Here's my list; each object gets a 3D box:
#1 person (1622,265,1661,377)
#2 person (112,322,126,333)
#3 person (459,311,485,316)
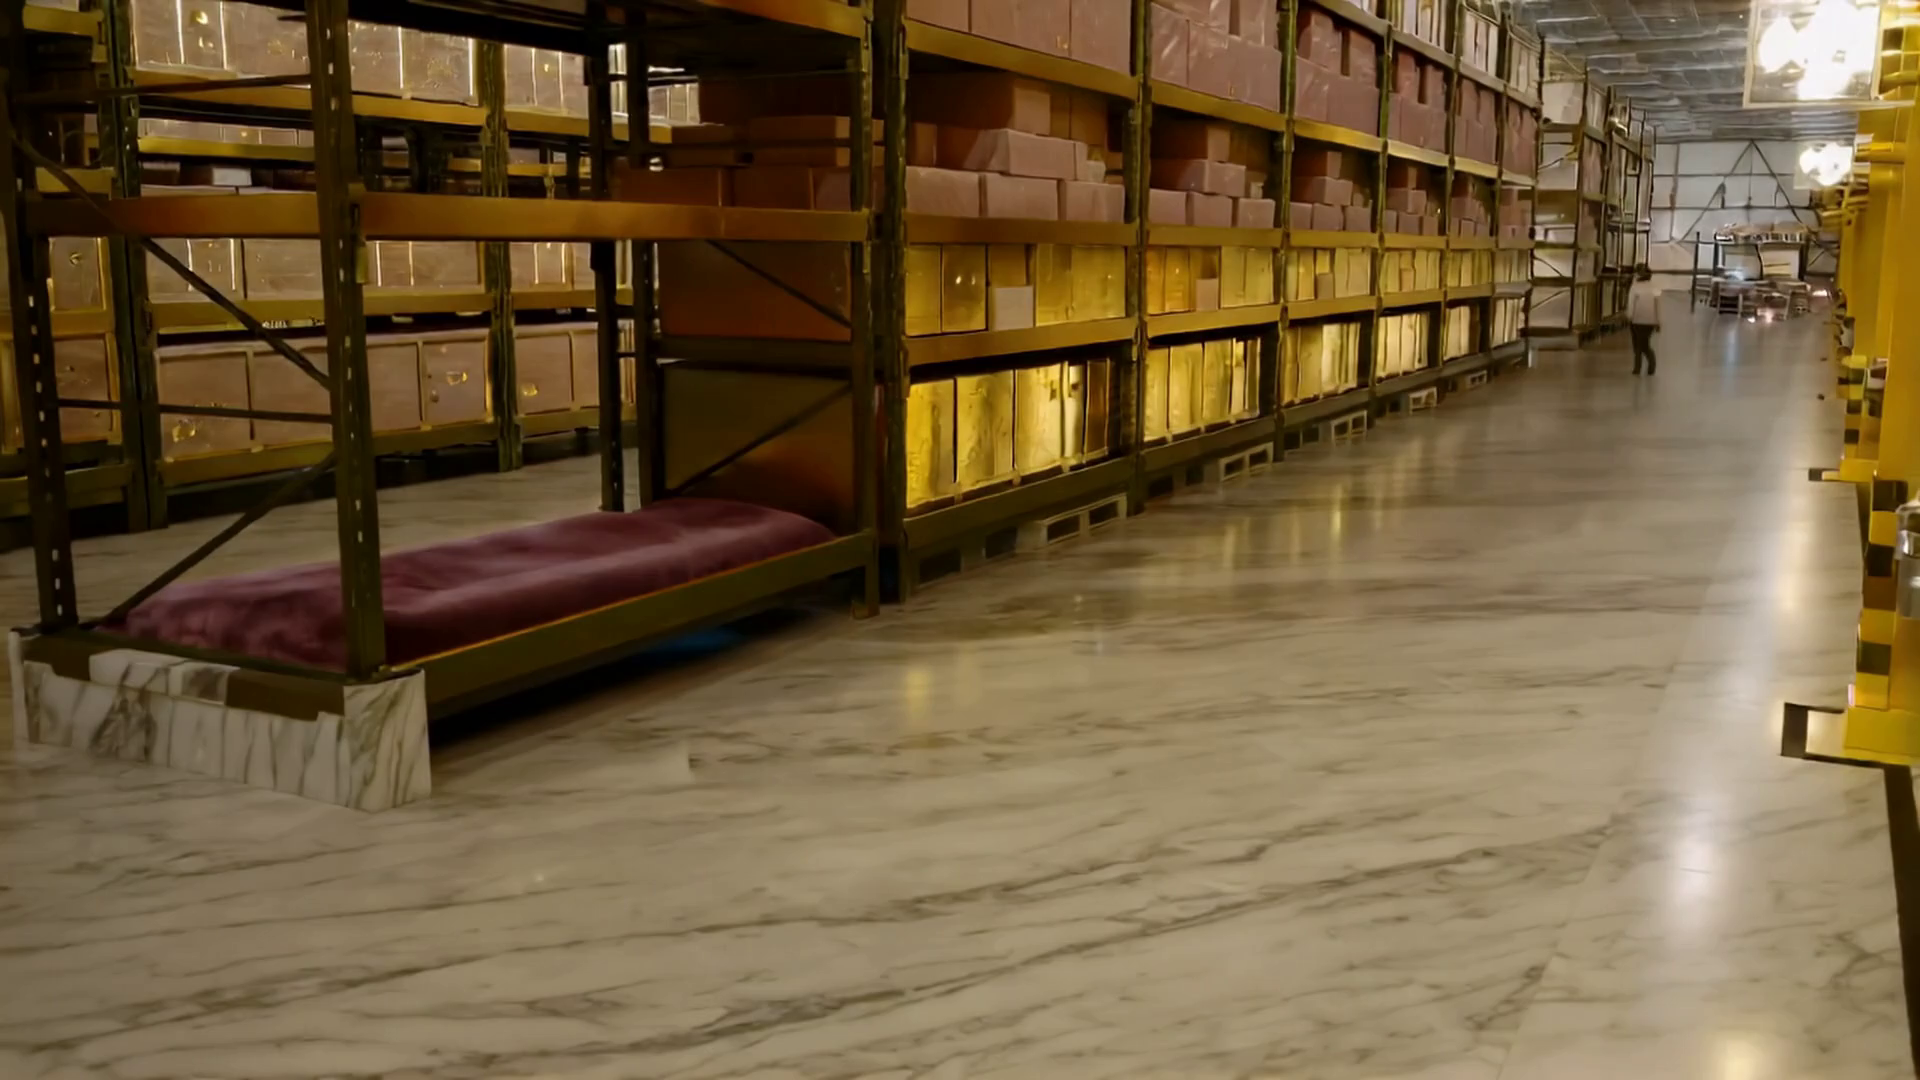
[{"bbox_3d":[11.964,-3.836,29.210,0.615,1.972,0.483,-2,10,-13],"label":"person"},{"bbox_3d":[-9.284,-1.868,18.411,0.541,1.749,0.565,6,12,33],"label":"person"},{"bbox_3d":[-6.108,-2.418,21.382,0.595,1.828,0.403,-2,10,-10],"label":"person"}]
